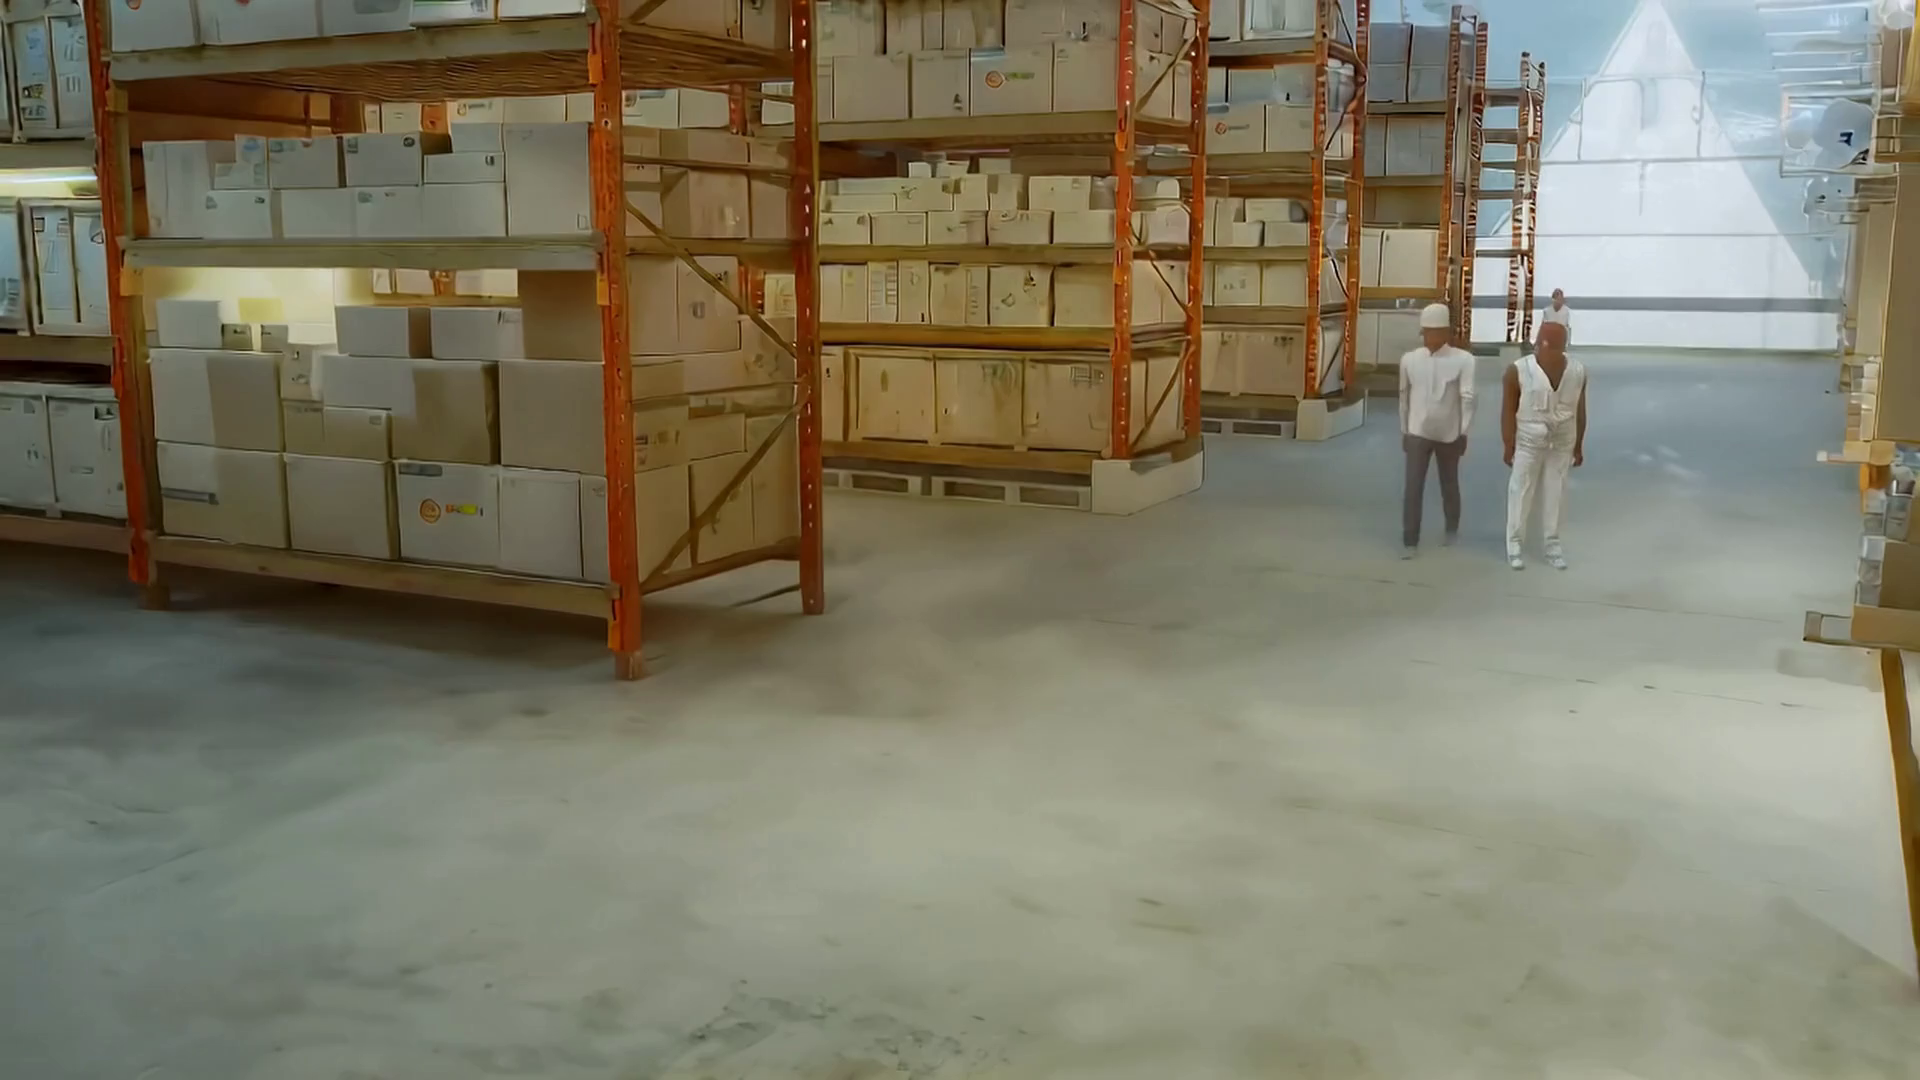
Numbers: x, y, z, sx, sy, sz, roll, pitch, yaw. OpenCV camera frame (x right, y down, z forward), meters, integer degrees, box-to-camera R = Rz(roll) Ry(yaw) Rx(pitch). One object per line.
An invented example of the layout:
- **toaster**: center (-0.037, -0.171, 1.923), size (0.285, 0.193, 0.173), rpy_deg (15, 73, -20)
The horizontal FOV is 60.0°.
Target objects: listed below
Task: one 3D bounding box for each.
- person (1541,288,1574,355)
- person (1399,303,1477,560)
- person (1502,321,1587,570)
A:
- **person**: center (10.198, -3.444, 28.492), size (0.597, 1.733, 0.479), rpy_deg (7, 12, 36)
- **person**: center (3.704, -0.853, 12.888), size (0.609, 1.960, 0.969), rpy_deg (5, 11, 28)
- **person**: center (4.304, -0.689, 12.250), size (0.626, 1.842, 0.429), rpy_deg (0, 10, -2)
